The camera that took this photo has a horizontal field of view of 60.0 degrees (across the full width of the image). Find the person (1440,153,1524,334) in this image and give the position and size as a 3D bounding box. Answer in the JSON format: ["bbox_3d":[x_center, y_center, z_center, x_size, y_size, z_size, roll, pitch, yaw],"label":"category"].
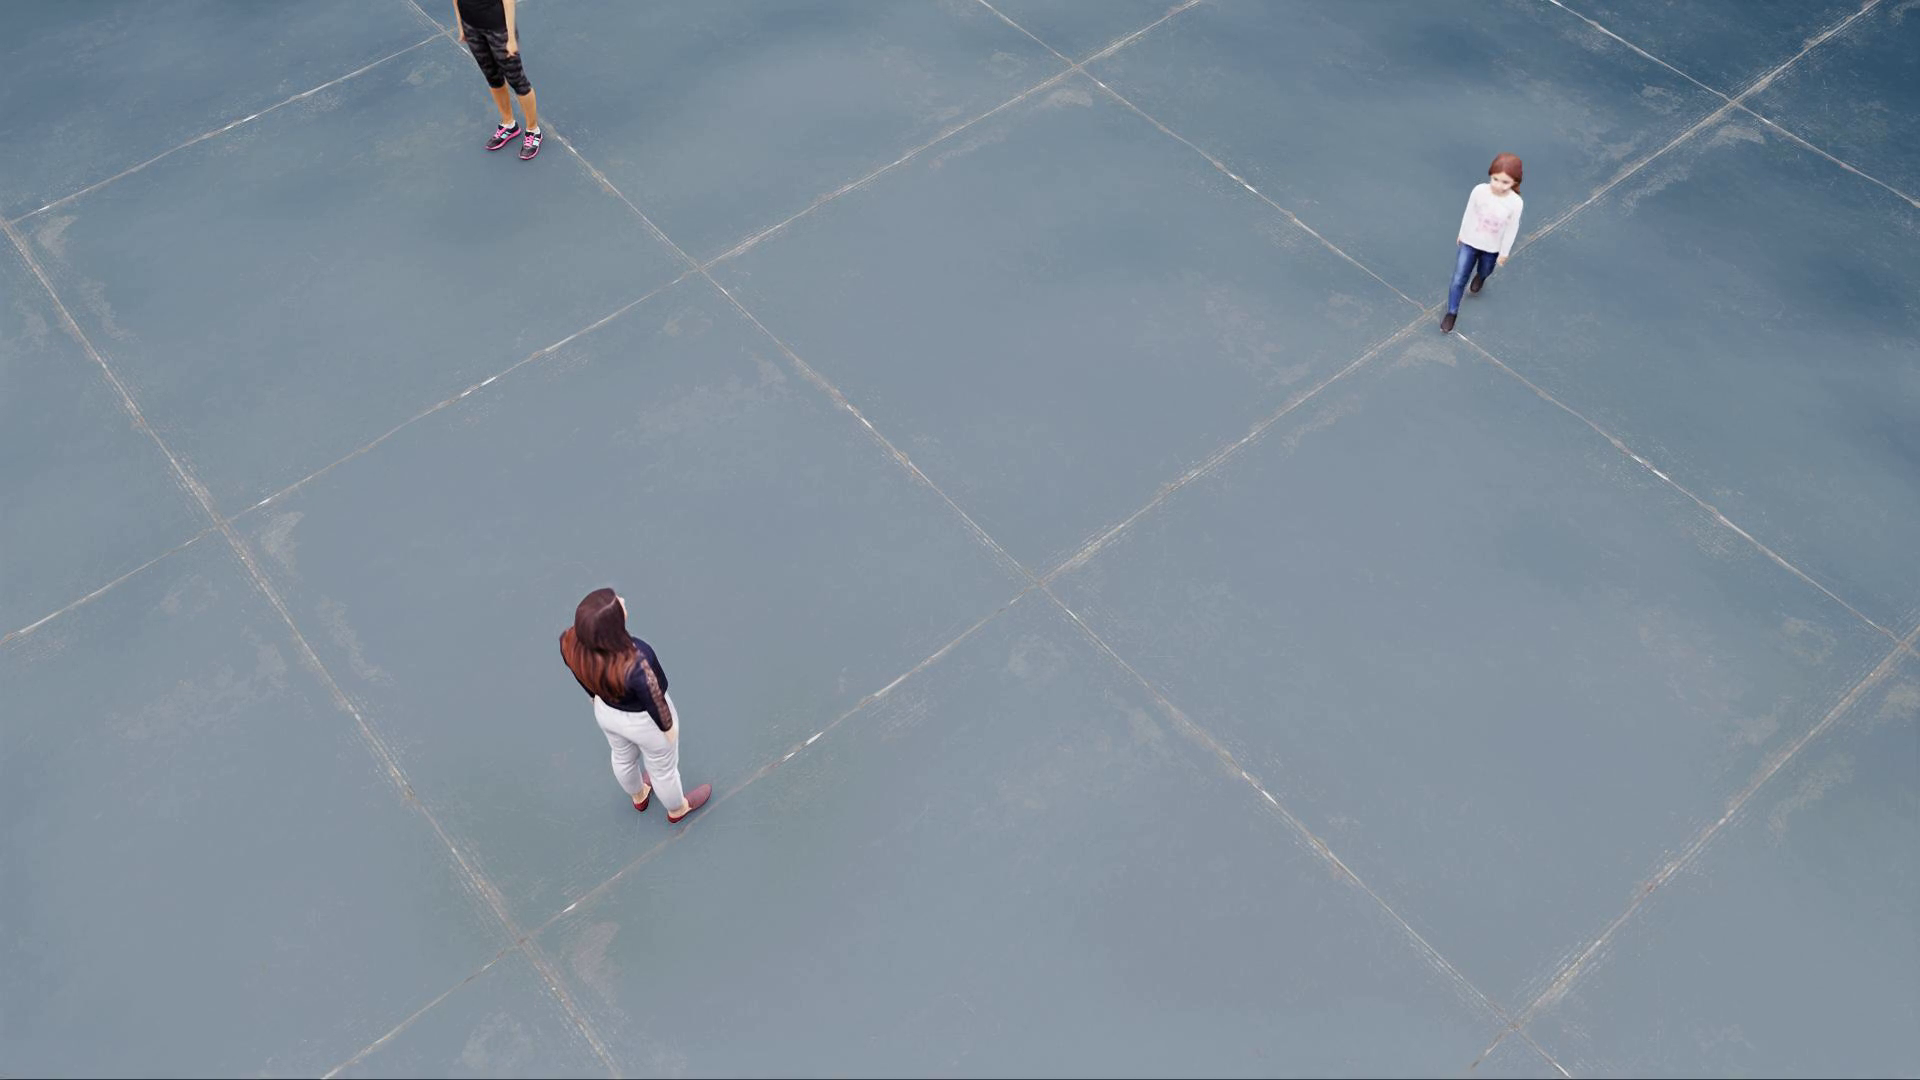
[{"bbox_3d":[2.899,-1.682,9.153,0.634,1.094,0.826,21,55,15],"label":"person"}]

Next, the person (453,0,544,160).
[{"bbox_3d":[-2.762,-3.039,9.801,0.655,1.729,0.674,20,55,15],"label":"person"}]

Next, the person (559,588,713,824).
[{"bbox_3d":[-1.363,0.706,6.978,0.673,1.608,0.669,22,55,16],"label":"person"}]
